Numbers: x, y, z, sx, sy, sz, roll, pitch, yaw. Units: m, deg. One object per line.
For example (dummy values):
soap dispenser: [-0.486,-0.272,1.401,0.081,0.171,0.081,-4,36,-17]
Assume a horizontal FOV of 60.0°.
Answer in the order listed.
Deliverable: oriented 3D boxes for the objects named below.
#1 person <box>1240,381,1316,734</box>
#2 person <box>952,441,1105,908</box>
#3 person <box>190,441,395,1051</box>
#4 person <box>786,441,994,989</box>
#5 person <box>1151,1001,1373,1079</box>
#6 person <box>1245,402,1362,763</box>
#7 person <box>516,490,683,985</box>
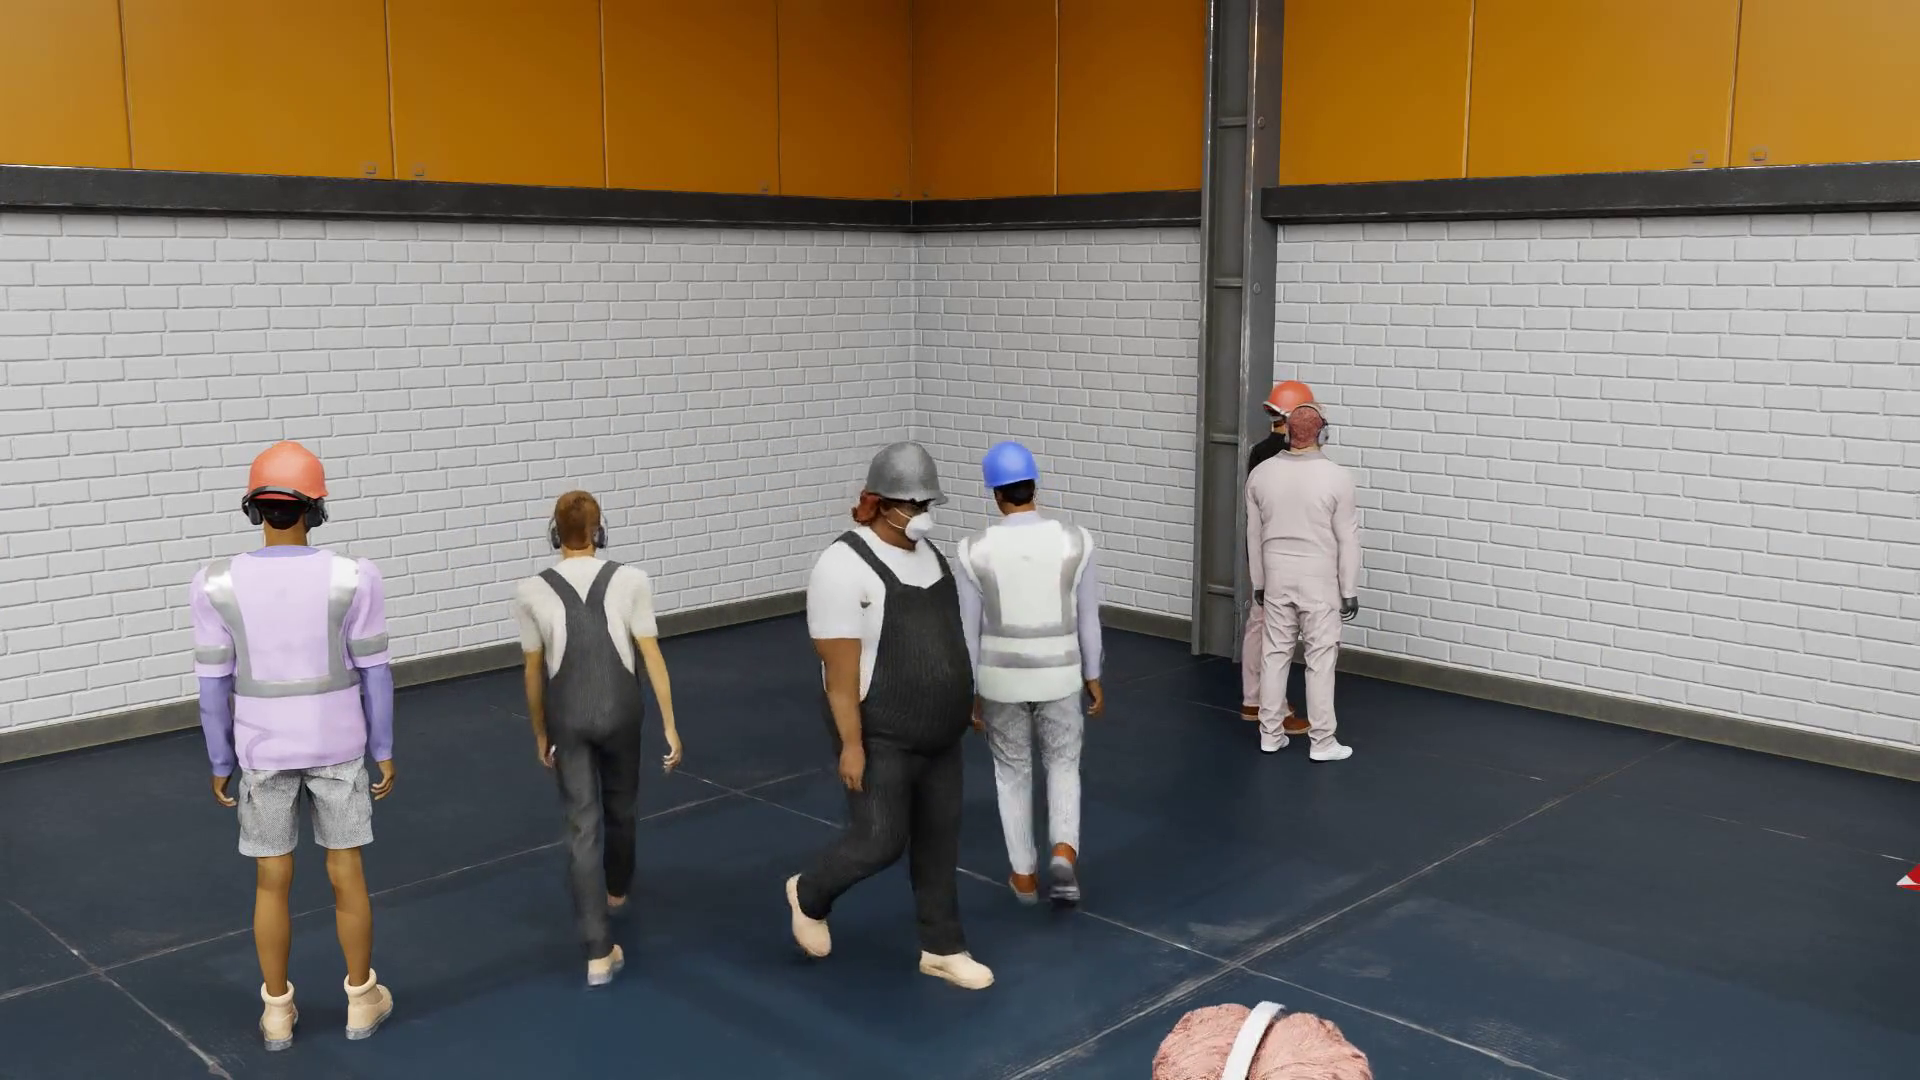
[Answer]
person: [1.819,0.098,9.382,0.405,1.987,0.617,-2,9,-13]
person: [0.280,0.570,6.686,0.625,1.922,0.604,0,9,-3]
person: [-2.208,0.689,5.579,0.607,2.044,0.379,-3,10,-15]
person: [-0.268,0.620,6.013,0.714,2.000,0.702,7,12,37]
person: [0.237,1.391,1.768,0.429,1.898,0.698,4,10,25]
person: [1.834,0.224,8.832,0.643,1.913,0.411,7,12,38]
person: [-1.366,0.702,6.350,0.592,1.764,0.998,-2,10,-13]
